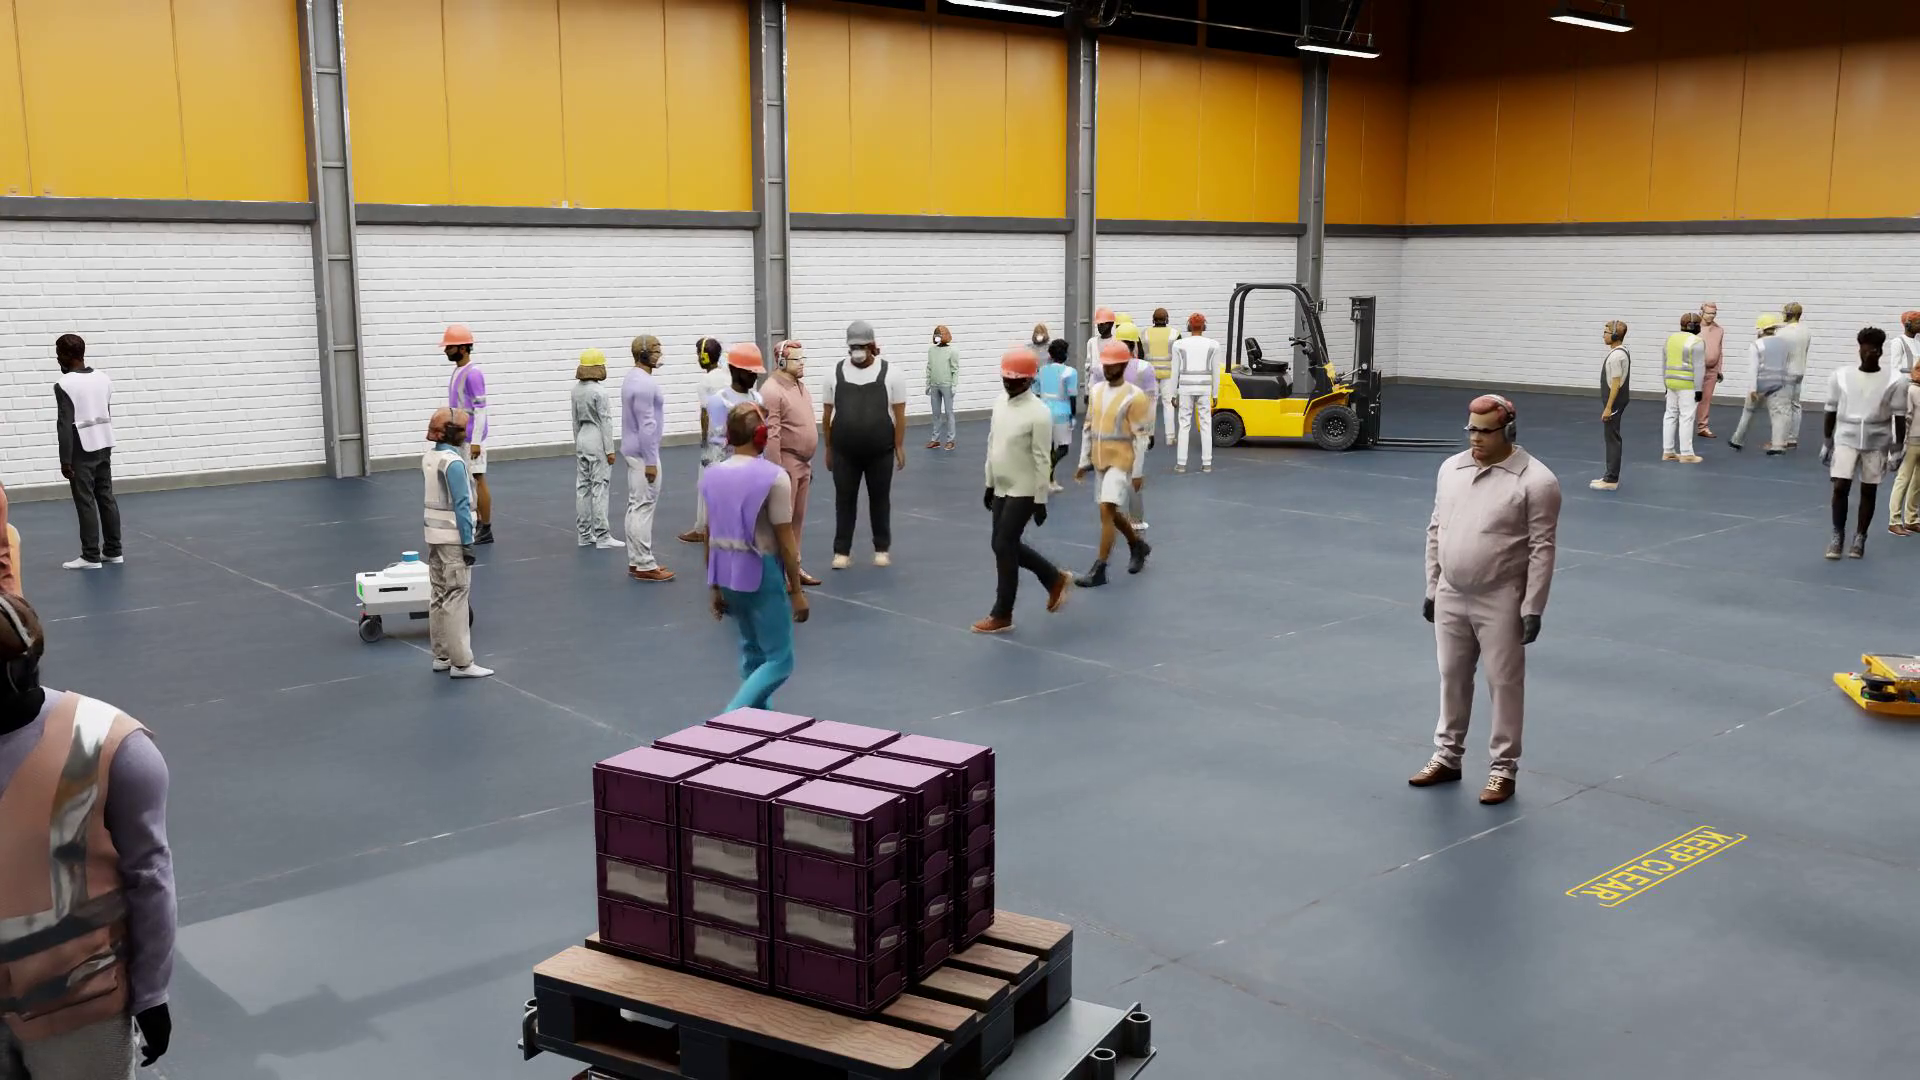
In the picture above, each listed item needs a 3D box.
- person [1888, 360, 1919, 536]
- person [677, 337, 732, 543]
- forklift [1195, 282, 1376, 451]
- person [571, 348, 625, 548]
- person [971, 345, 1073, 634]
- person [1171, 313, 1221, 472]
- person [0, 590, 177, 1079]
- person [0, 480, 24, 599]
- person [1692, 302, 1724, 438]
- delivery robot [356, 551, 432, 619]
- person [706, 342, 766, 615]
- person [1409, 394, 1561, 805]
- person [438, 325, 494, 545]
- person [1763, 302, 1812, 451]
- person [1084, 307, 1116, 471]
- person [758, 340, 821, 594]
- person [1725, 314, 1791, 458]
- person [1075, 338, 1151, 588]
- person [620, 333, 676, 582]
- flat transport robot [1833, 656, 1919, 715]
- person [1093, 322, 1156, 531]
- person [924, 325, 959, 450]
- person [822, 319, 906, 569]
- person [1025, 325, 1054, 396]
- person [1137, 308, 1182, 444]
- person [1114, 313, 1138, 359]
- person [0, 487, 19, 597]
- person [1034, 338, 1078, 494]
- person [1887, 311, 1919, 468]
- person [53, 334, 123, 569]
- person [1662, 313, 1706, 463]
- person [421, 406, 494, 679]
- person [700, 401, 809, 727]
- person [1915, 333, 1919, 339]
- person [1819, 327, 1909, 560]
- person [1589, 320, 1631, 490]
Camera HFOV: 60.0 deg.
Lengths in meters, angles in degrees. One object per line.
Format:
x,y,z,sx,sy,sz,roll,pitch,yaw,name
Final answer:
8.718,-0.853,15.126,0.507,1.631,0.265,-4,11,-23,person
-2.097,-0.856,14.555,0.843,1.841,0.570,6,11,30,person
4.328,-2.346,22.227,2.313,2.155,1.214,3,10,16,forklift
-3.174,-0.800,14.492,0.487,1.744,0.294,8,13,39,person
0.452,-0.343,11.190,0.722,1.959,0.639,-5,11,-26,person
2.761,-1.726,19.542,0.572,1.876,0.355,1,10,3,person
-2.047,1.008,3.628,0.633,1.839,0.429,-1,10,-8,person
-4.194,0.495,7.217,0.308,1.640,0.510,-2,10,-13,person
10.367,-2.365,23.202,0.639,1.902,0.407,-2,10,-12,person
-3.669,0.321,11.131,0.707,0.478,0.477,-4,10,-20,delivery robot
-1.533,-0.439,11.834,0.382,1.932,0.553,5,11,29,person
2.432,0.270,7.770,0.407,1.902,0.638,-8,13,-40,person
-4.345,-0.917,14.609,0.379,1.937,0.548,-6,12,-33,person
10.790,-2.124,21.673,0.630,1.940,0.372,-7,12,-35,person
1.694,-1.760,19.545,0.545,1.939,0.354,6,11,32,person
-1.275,-0.557,12.595,0.409,1.907,0.651,3,10,17,person
10.202,-1.965,21.174,0.595,1.787,0.935,-1,10,-8,person
1.233,-0.616,12.935,0.900,1.912,0.542,-8,13,-39,person
-2.462,-0.643,13.004,0.376,1.940,0.629,-3,10,-18,person
5.743,0.827,9.271,1.431,0.197,0.652,2,10,13,flat transport robot
1.518,-1.038,15.351,0.590,1.927,0.367,3,10,15,person
-0.242,-2.005,21.870,0.499,1.633,0.286,7,12,34,person
-0.788,-0.780,13.508,0.688,2.000,0.536,0,10,1,person
1.095,-2.188,23.091,0.510,1.582,0.895,3,10,17,person
2.699,-2.202,22.415,0.627,1.844,0.429,2,10,14,person
2.220,-2.194,22.584,0.327,1.769,0.525,-10,14,-44,person
-4.121,0.394,6.761,0.375,1.997,0.612,6,11,30,person
0.952,-1.289,17.534,0.549,1.676,0.618,7,12,35,person
11.316,-1.796,19.911,0.574,1.885,0.355,-8,12,-38,person
-7.099,-0.717,13.530,0.398,1.911,0.587,2,10,9,person
8.938,-1.877,20.521,0.430,1.841,0.624,-3,10,-18,person
-3.065,0.016,10.022,0.309,1.640,0.514,-8,12,-38,person
-1.033,0.233,8.194,0.607,1.825,0.719,8,13,41,person
12.137,-1.974,20.995,0.918,1.876,0.647,-9,13,-42,person
7.469,-0.776,13.780,0.634,1.932,0.789,6,11,31,person
7.079,-1.462,18.070,0.345,1.846,0.507,5,11,25,person
